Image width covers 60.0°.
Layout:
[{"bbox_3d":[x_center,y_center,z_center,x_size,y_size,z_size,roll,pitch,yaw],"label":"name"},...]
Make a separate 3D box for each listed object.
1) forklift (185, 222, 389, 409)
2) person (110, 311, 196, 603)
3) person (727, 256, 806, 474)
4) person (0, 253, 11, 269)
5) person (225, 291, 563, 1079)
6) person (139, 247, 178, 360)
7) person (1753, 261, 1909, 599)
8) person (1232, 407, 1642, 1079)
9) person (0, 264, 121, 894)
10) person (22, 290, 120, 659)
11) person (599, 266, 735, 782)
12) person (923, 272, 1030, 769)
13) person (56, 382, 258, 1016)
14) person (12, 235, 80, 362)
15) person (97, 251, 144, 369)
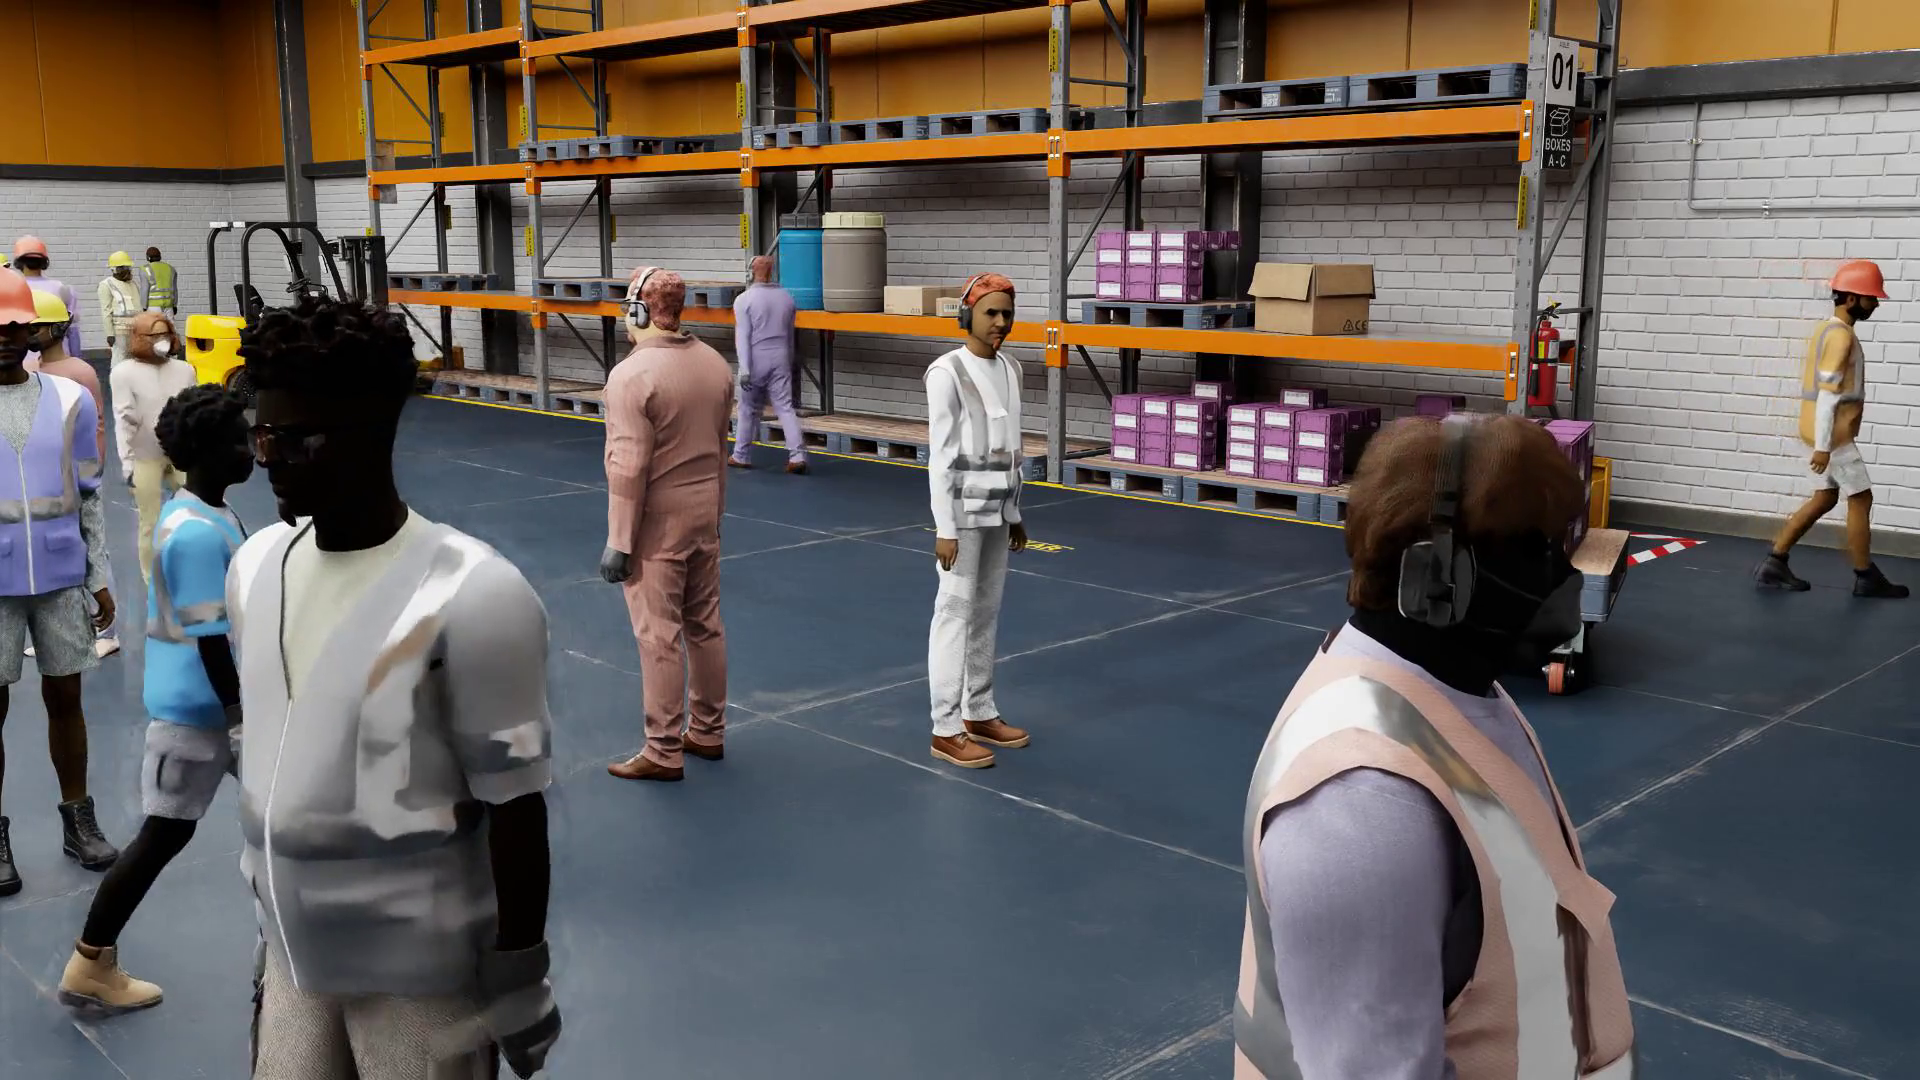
[{"bbox_3d":[-8.169,-2.758,20.163,2.313,2.155,1.214,-10,14,-44],"label":"forklift"},{"bbox_3d":[-4.340,-0.429,9.050,0.368,1.622,0.508,8,13,37],"label":"person"},{"bbox_3d":[-1.655,-1.493,14.221,0.662,1.859,1.004,-9,14,-40],"label":"person"},{"bbox_3d":[-11.353,-2.503,19.789,0.403,1.826,0.591,-2,11,-8],"label":"person"},{"bbox_3d":[-0.855,0.582,2.635,0.611,1.945,0.725,6,12,30],"label":"person"},{"bbox_3d":[-12.676,-3.704,26.302,0.429,1.837,0.632,6,12,30],"label":"person"},{"bbox_3d":[4.931,-0.602,9.289,0.800,1.881,0.582,3,11,17],"label":"person"},{"bbox_3d":[0.528,0.770,1.892,0.429,1.844,0.627,4,11,19],"label":"person"},{"bbox_3d":[-2.920,0.119,5.177,0.542,1.938,0.357,-10,14,-43],"label":"person"},{"bbox_3d":[-4.291,-0.299,7.924,0.529,1.768,0.312,4,11,22],"label":"person"},{"bbox_3d":[-1.117,-0.056,6.213,0.407,1.910,0.639,5,12,27],"label":"person"},{"bbox_3d":[0.074,-0.083,6.431,0.358,1.881,0.574,6,12,31],"label":"person"},{"bbox_3d":[-1.981,0.412,4.366,0.883,1.651,0.546,-3,11,-17],"label":"person"},{"bbox_3d":[-7.428,-1.446,13.472,0.614,2.026,0.602,-9,14,-40],"label":"person"},{"bbox_3d":[-9.799,-2.462,19.536,0.404,1.831,0.600,2,11,12],"label":"person"}]
